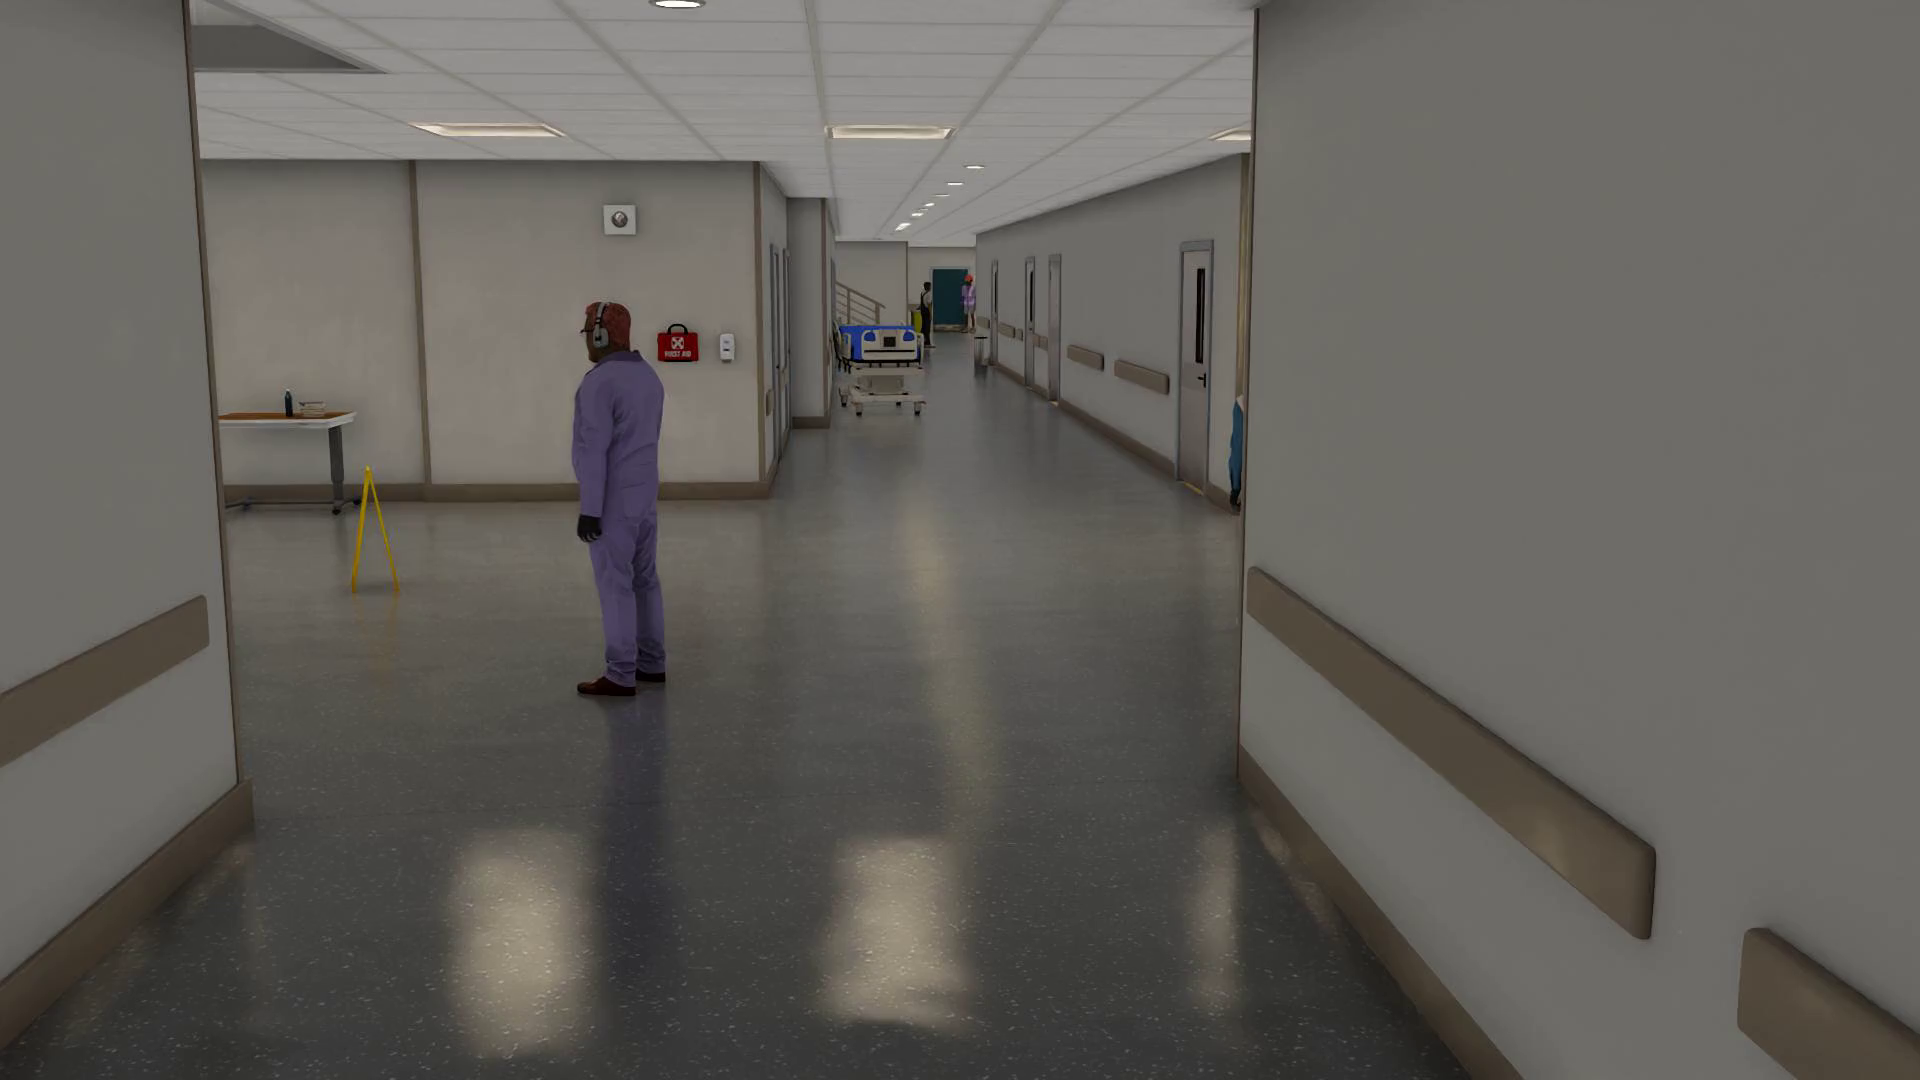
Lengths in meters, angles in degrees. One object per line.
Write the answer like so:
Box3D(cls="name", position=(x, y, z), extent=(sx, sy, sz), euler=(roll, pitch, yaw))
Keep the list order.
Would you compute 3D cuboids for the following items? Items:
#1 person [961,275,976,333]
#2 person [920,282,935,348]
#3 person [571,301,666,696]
Box3D(cls="person", position=(0.314, -8.229, 58.021), extent=(0.615, 2.038, 0.395), euler=(4, 10, 26))
Box3D(cls="person", position=(-0.924, -6.269, 46.324), extent=(0.328, 1.842, 0.514), euler=(-5, 11, -31))
Box3D(cls="person", position=(-1.674, -0.198, 8.071), extent=(0.398, 1.900, 0.635), euler=(2, 9, 14))
